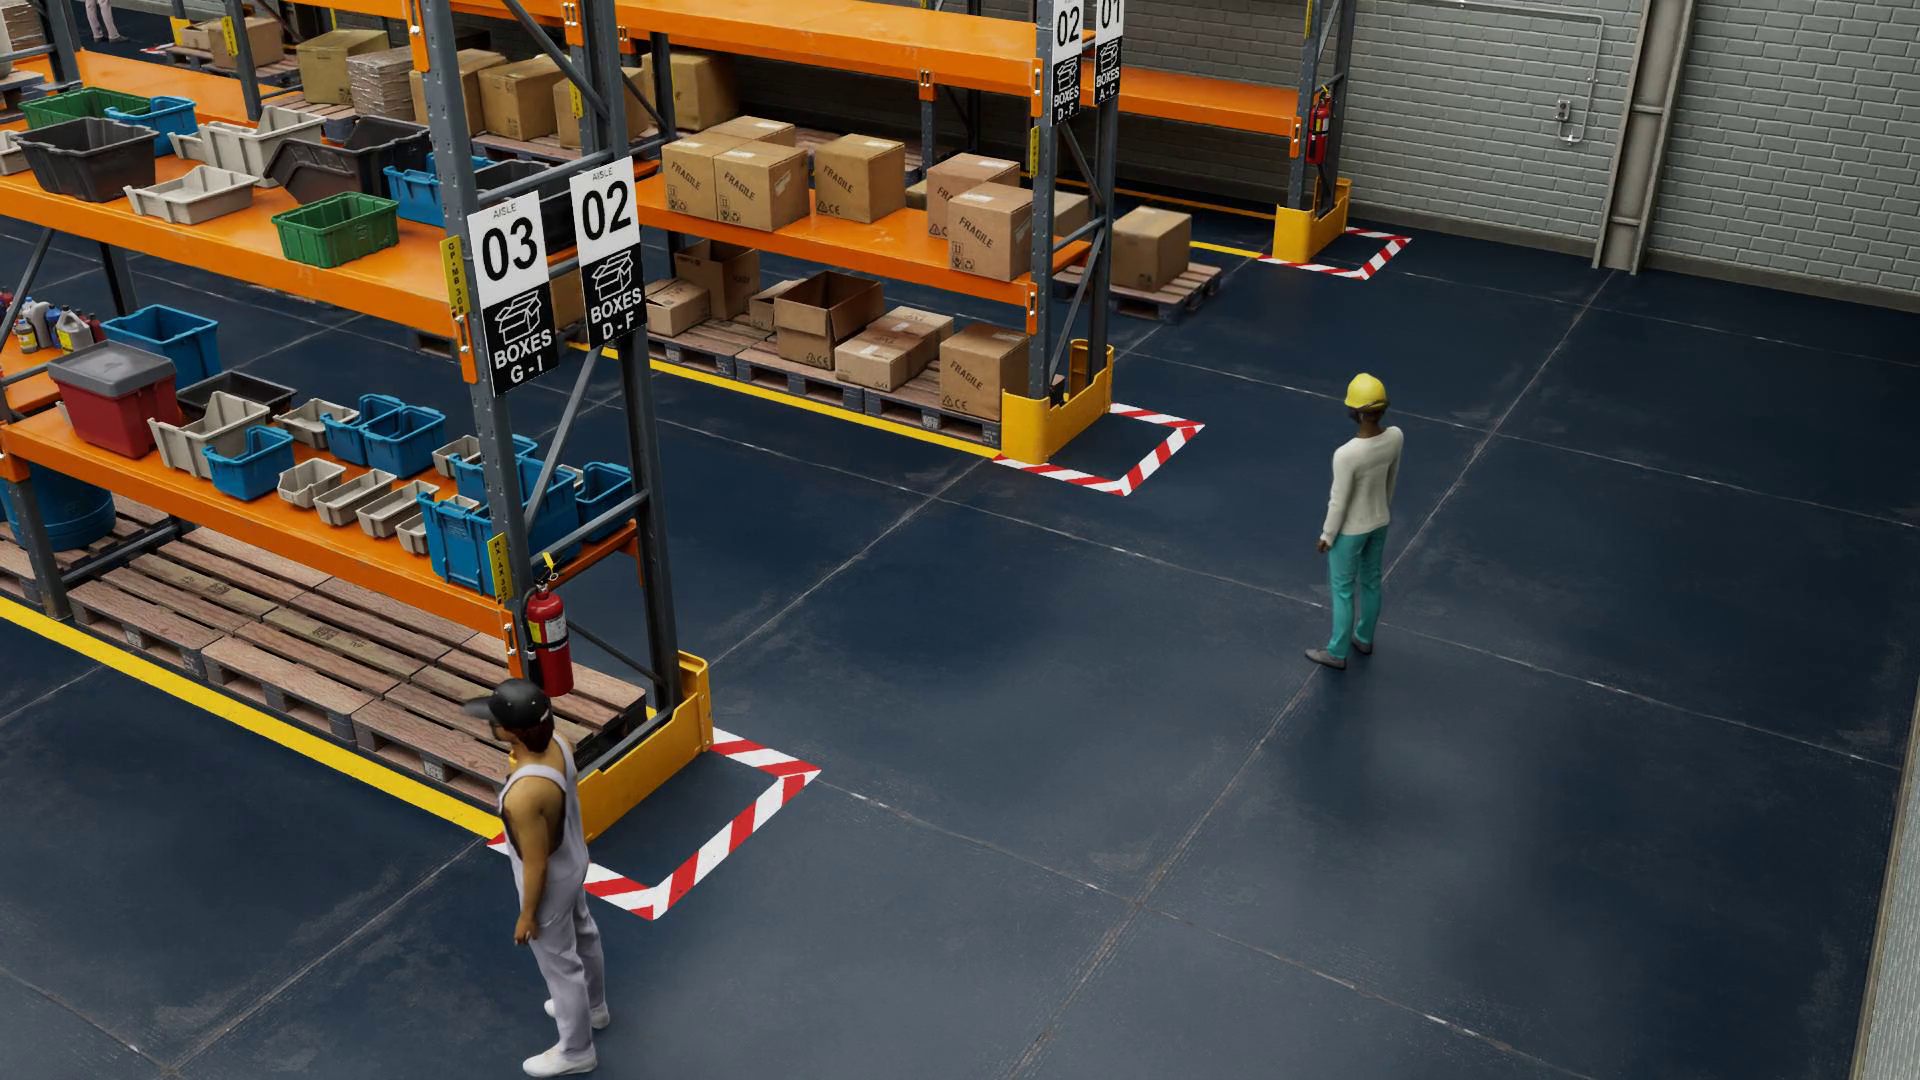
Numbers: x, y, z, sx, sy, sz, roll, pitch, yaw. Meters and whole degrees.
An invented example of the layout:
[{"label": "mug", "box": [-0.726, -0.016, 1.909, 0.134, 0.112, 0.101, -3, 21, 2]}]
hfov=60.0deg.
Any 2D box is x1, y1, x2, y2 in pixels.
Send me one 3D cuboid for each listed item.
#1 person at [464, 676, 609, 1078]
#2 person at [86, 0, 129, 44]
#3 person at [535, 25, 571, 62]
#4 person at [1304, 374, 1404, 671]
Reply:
[{"label": "person", "box": [-1.667, 1.333, 6.605, 0.376, 1.863, 0.510, 2, 29, 4]}, {"label": "person", "box": [-12.053, -7.844, 23.088, 0.567, 1.845, 0.386, 8, 30, 13]}, {"label": "person", "box": [-4.118, -4.430, 17.115, 0.539, 1.694, 0.317, 8, 30, 14]}, {"label": "person", "box": [2.199, -0.092, 9.270, 0.524, 1.759, 0.325, -20, 35, -31]}]
